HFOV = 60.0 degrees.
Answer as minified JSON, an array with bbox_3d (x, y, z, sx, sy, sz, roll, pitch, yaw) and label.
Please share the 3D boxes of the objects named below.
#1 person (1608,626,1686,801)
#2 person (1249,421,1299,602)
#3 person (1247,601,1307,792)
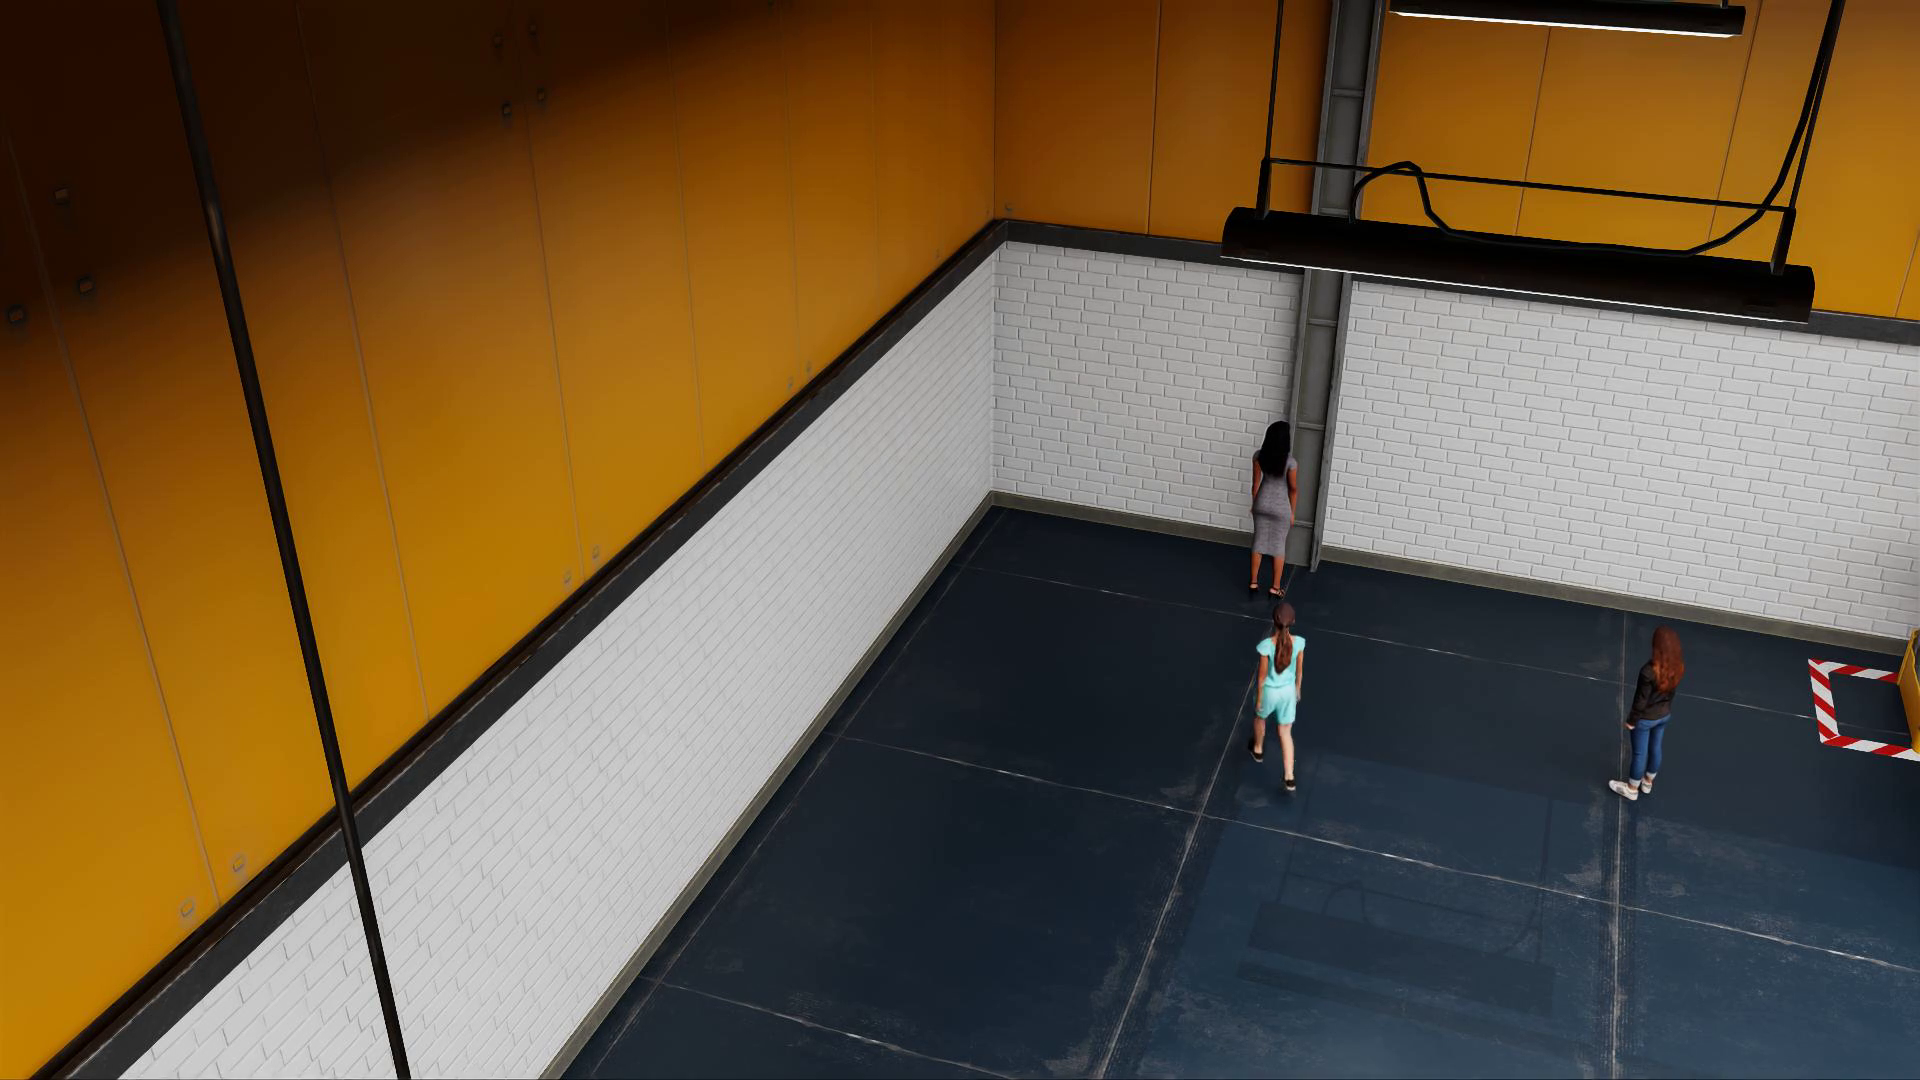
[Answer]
[{"bbox_3d":[5.233,1.303,12.566,0.637,1.483,0.692,-13,31,-23],"label":"person"},{"bbox_3d":[2.840,-0.262,15.125,0.511,1.781,0.679,16,32,27],"label":"person"},{"bbox_3d":[2.444,1.213,12.682,1.074,1.529,0.958,-3,29,-6],"label":"person"}]
